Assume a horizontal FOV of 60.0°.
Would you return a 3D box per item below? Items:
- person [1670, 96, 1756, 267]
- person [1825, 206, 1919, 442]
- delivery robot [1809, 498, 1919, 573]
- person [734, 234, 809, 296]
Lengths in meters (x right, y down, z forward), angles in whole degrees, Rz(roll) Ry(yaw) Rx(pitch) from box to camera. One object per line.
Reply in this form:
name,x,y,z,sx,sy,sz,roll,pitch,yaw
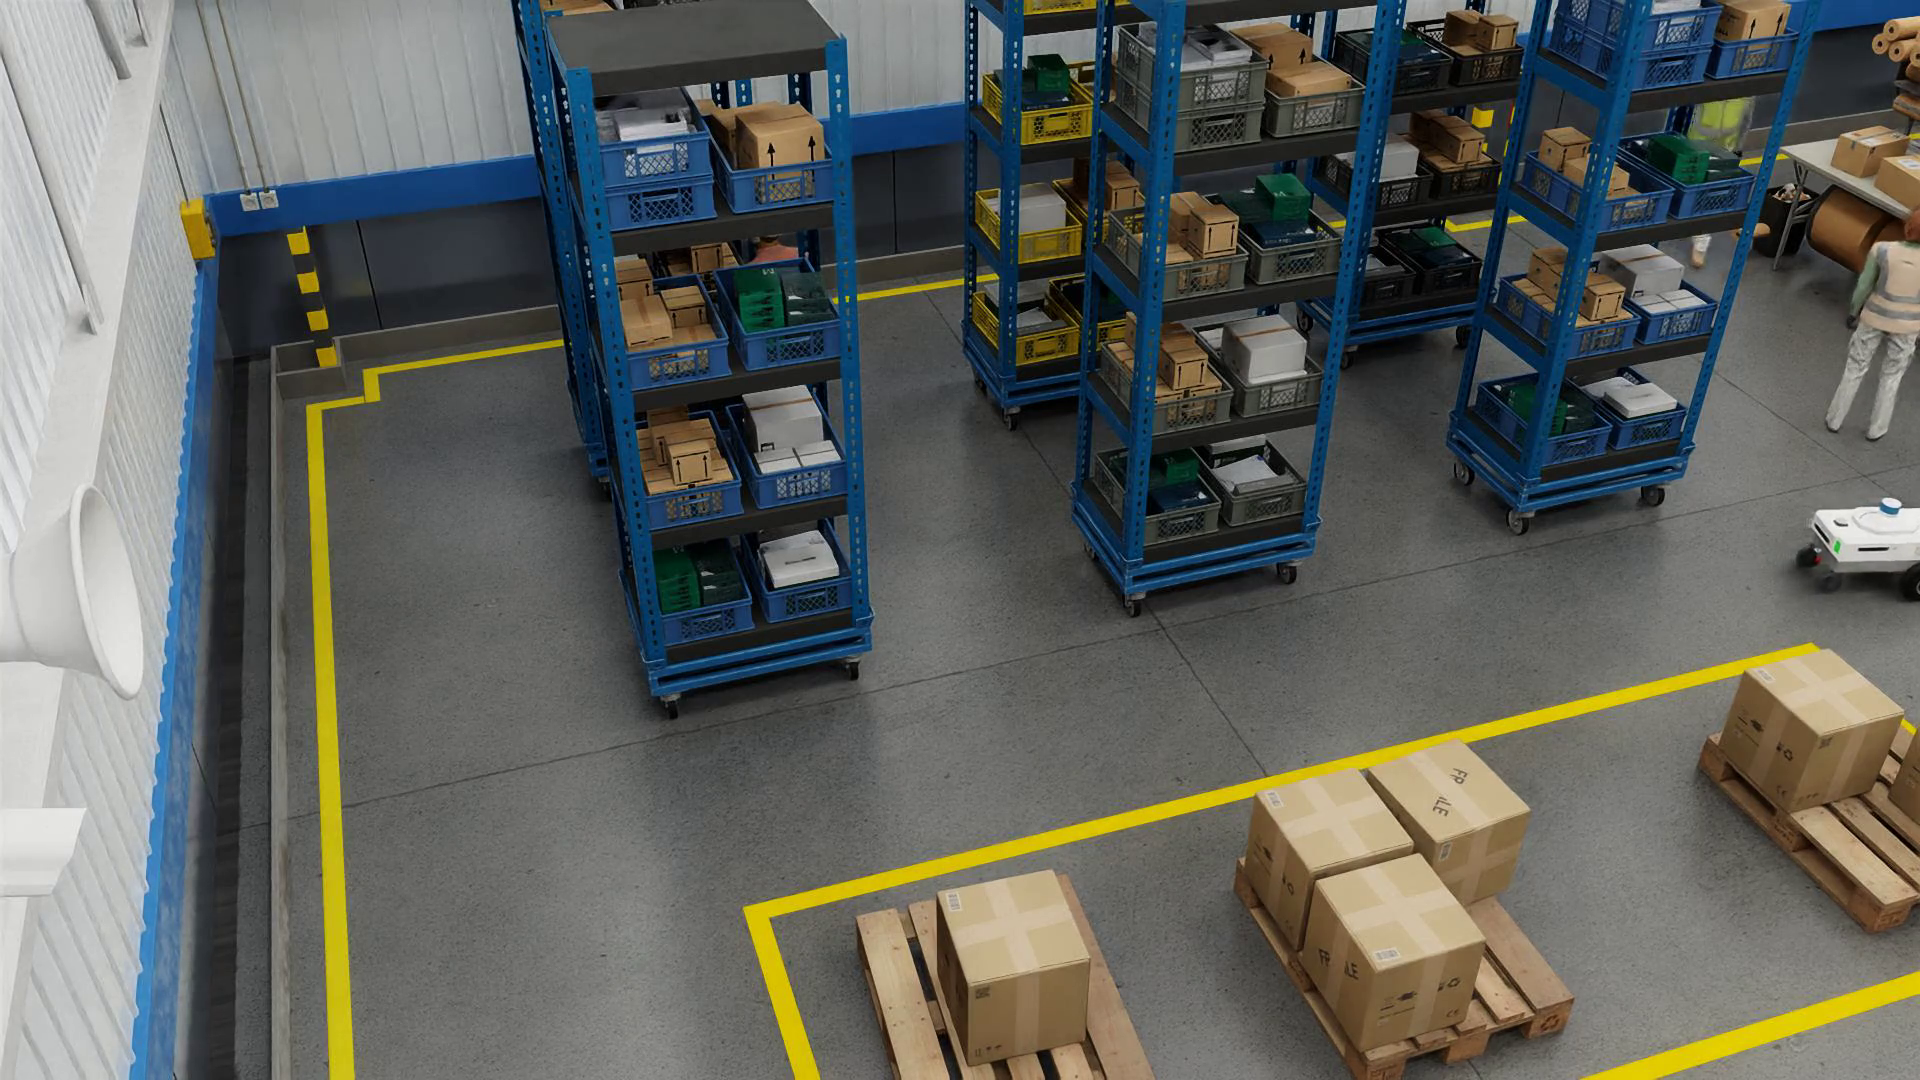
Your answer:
person,5.902,-3.175,13.231,0.665,1.796,0.937,2,35,3
person,6.068,-1.409,10.850,0.522,1.638,0.310,20,40,25
delivery robot,5.379,-0.020,9.738,0.707,0.478,0.477,-1,35,-1
person,-1.147,-1.176,10.228,0.413,1.982,0.623,29,45,35
